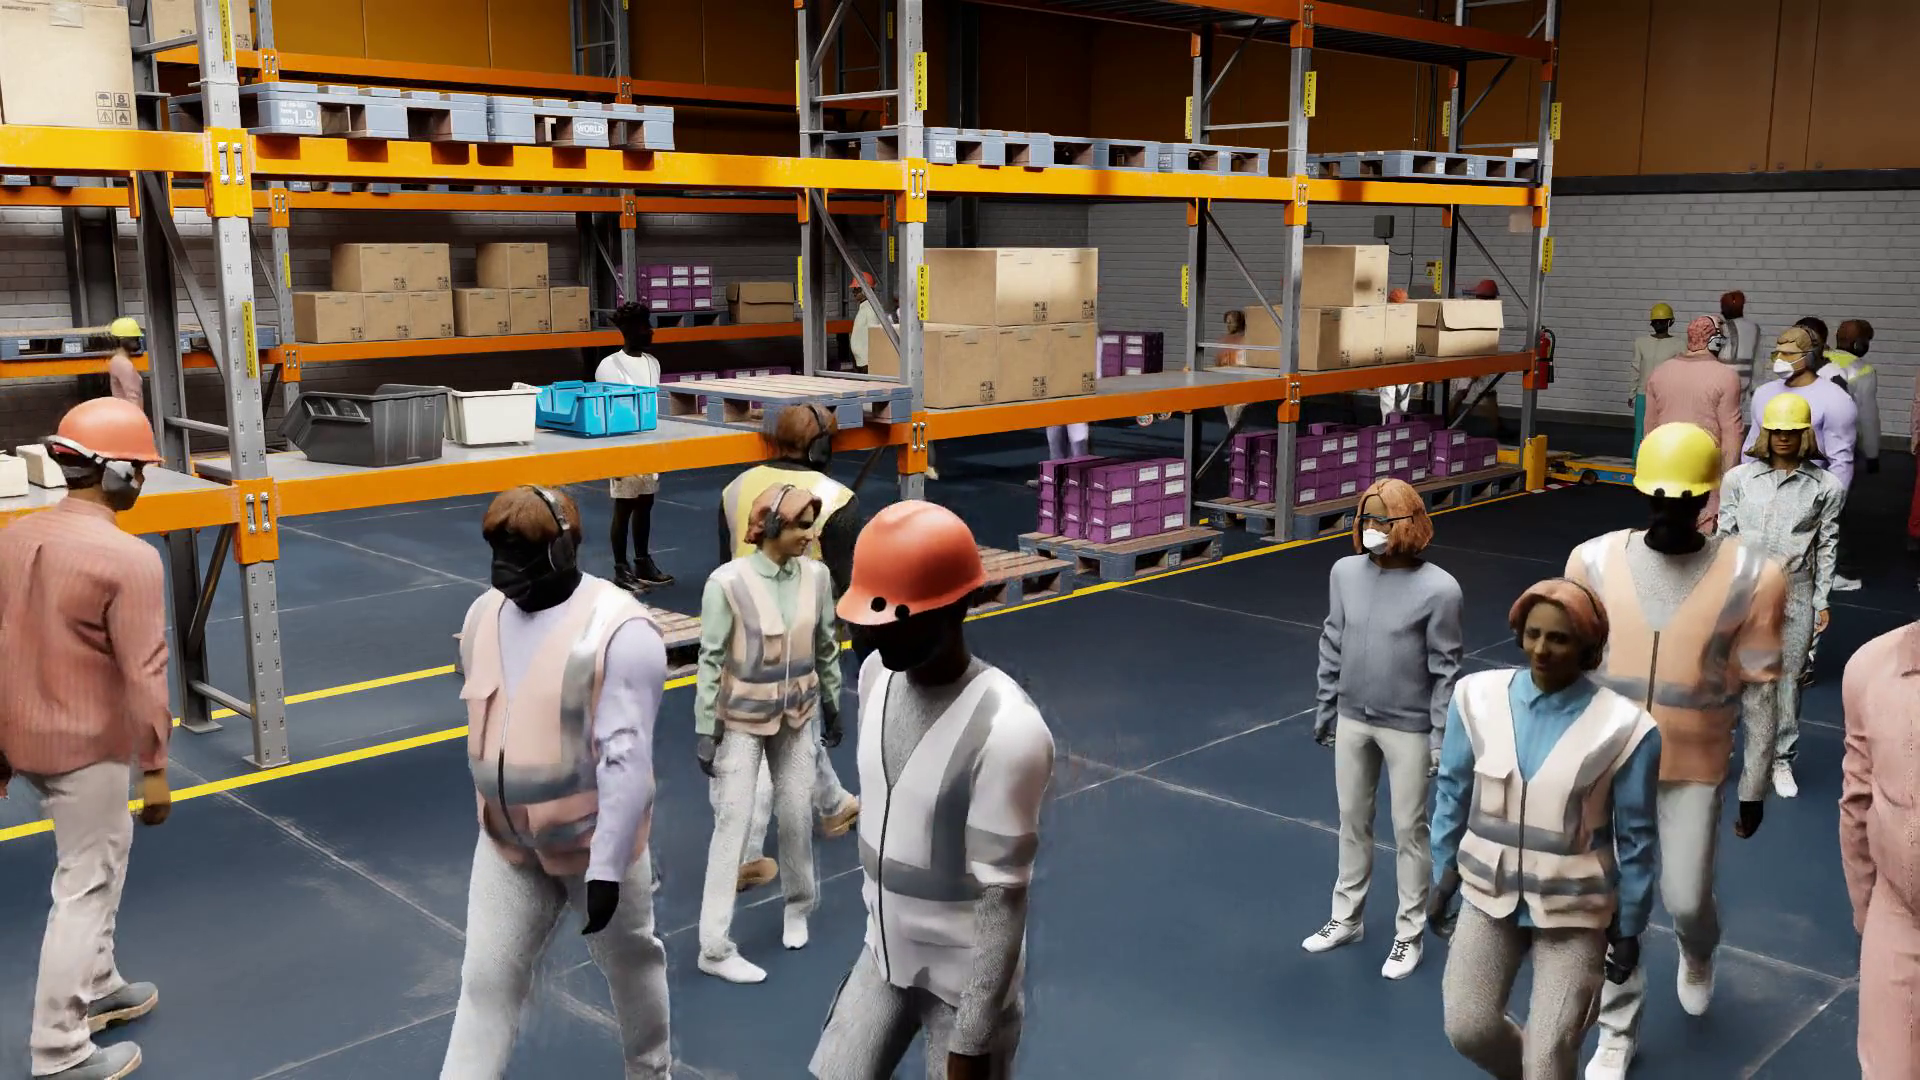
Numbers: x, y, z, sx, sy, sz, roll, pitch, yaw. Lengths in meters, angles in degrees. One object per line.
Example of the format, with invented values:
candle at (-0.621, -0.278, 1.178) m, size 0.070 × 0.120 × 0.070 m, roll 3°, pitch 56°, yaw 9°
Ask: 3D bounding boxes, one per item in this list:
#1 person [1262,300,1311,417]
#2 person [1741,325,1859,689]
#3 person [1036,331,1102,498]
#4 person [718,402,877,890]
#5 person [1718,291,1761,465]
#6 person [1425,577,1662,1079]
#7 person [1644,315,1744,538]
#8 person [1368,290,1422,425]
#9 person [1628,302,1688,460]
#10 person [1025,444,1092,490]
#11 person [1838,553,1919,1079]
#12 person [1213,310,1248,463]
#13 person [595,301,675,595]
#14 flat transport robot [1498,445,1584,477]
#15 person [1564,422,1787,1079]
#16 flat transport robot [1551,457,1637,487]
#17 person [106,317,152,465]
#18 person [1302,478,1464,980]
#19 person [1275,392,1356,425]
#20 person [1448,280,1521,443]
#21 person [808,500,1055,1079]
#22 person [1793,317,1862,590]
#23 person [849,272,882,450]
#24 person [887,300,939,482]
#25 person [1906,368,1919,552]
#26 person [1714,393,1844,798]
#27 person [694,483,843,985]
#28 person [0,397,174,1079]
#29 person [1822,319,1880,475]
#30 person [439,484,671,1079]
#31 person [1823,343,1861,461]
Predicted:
person at (4.393, -2.621, 22.363) m, size 0.547 × 1.900 × 0.842 m, roll -9°, pitch 14°, yaw -41°
person at (4.398, -0.166, 8.827) m, size 0.355 × 1.938 × 0.637 m, roll -4°, pitch 11°, yaw -22°
person at (0.959, -1.295, 15.072) m, size 0.651 × 1.906 × 0.404 m, roll 9°, pitch 14°, yaw 40°
person at (-0.619, 0.375, 6.308) m, size 0.635 × 1.784 × 0.979 m, roll 8°, pitch 13°, yaw 37°
person at (7.729, -1.553, 16.604) m, size 0.588 × 1.861 × 0.584 m, roll -5°, pitch 11°, yaw -24°
person at (1.402, 0.872, 4.003) m, size 0.526 × 1.624 × 0.531 m, roll 9°, pitch 13°, yaw 39°
person at (4.679, -0.473, 10.593) m, size 0.403 × 1.906 × 0.652 m, roll -6°, pitch 12°, yaw -32°
person at (4.602, -1.719, 17.610) m, size 0.579 × 1.839 × 0.976 m, roll 1°, pitch 10°, yaw 7°
person at (6.679, -1.387, 15.959) m, size 0.523 × 1.769 × 0.313 m, roll 7°, pitch 13°, yaw 35°
person at (1.029, -1.477, 15.881) m, size 1.105 × 1.988 × 0.606 m, roll -9°, pitch 14°, yaw -41°
person at (2.246, 0.831, 3.640) m, size 0.649 × 1.862 × 0.995 m, roll 9°, pitch 14°, yaw 40°
person at (2.878, -1.602, 17.518) m, size 0.498 × 1.619 × 0.541 m, roll -10°, pitch 14°, yaw -43°
person at (-2.193, -0.627, 11.267) m, size 0.367 × 1.966 × 0.607 m, roll 4°, pitch 11°, yaw 22°
flat transport robot at (5.578, -0.828, 16.989) m, size 0.652 × 0.197 × 1.431 m, roll -8°, pitch 13°, yaw -38°
person at (2.031, 0.594, 4.792) m, size 0.589 × 1.905 × 0.639 m, roll 7°, pitch 13°, yaw 34°
flat transport robot at (6.484, -0.631, 15.914) m, size 0.652 × 0.197 × 1.431 m, roll -8°, pitch 13°, yaw -38°
person at (-6.892, -0.951, 13.637) m, size 0.698 × 1.744 × 0.529 m, roll -6°, pitch 12°, yaw -29°
person at (1.382, 0.607, 5.445) m, size 0.278 × 1.633 × 0.507 m, roll -10°, pitch 14°, yaw -43°
person at (4.555, -2.373, 21.012) m, size 0.991 × 1.896 × 0.558 m, roll 6°, pitch 12°, yaw 29°
person at (6.032, -2.048, 19.238) m, size 0.990 × 1.883 × 0.561 m, roll -1°, pitch 10°, yaw -4°
person at (-0.092, 0.859, 3.320) m, size 0.636 × 1.906 × 0.571 m, roll -8°, pitch 13°, yaw -38°
person at (5.681, -0.559, 11.189) m, size 1.008 × 1.861 × 0.614 m, roll 1°, pitch 10°, yaw 4°
person at (-1.059, -2.013, 18.748) m, size 0.377 × 1.995 × 0.608 m, roll -3°, pitch 11°, yaw -14°
person at (-0.426, -1.557, 16.136) m, size 0.712 × 2.000 × 0.535 m, roll 7°, pitch 12°, yaw 32°
person at (7.483, -0.771, 12.596) m, size 0.526 × 1.769 × 0.312 m, roll 3°, pitch 11°, yaw 18°
person at (3.487, 0.239, 7.149) m, size 0.484 × 1.745 × 0.296 m, roll 5°, pitch 11°, yaw 25°
person at (-0.623, 0.611, 5.504) m, size 0.596 × 1.606 × 0.374 m, roll -9°, pitch 14°, yaw -40°
person at (-2.476, 0.578, 4.750) m, size 0.642 × 1.949 × 0.659 m, roll 6°, pitch 12°, yaw 28°
person at (6.294, -0.666, 11.894) m, size 0.653 × 1.815 × 0.648 m, roll -1°, pitch 10°, yaw -7°
person at (-1.052, 0.769, 4.118) m, size 0.627 × 1.799 × 0.932 m, roll 5°, pitch 11°, yaw 25°
person at (6.525, -0.703, 12.625) m, size 0.532 × 1.609 × 0.383 m, roll 10°, pitch 14°, yaw 44°
